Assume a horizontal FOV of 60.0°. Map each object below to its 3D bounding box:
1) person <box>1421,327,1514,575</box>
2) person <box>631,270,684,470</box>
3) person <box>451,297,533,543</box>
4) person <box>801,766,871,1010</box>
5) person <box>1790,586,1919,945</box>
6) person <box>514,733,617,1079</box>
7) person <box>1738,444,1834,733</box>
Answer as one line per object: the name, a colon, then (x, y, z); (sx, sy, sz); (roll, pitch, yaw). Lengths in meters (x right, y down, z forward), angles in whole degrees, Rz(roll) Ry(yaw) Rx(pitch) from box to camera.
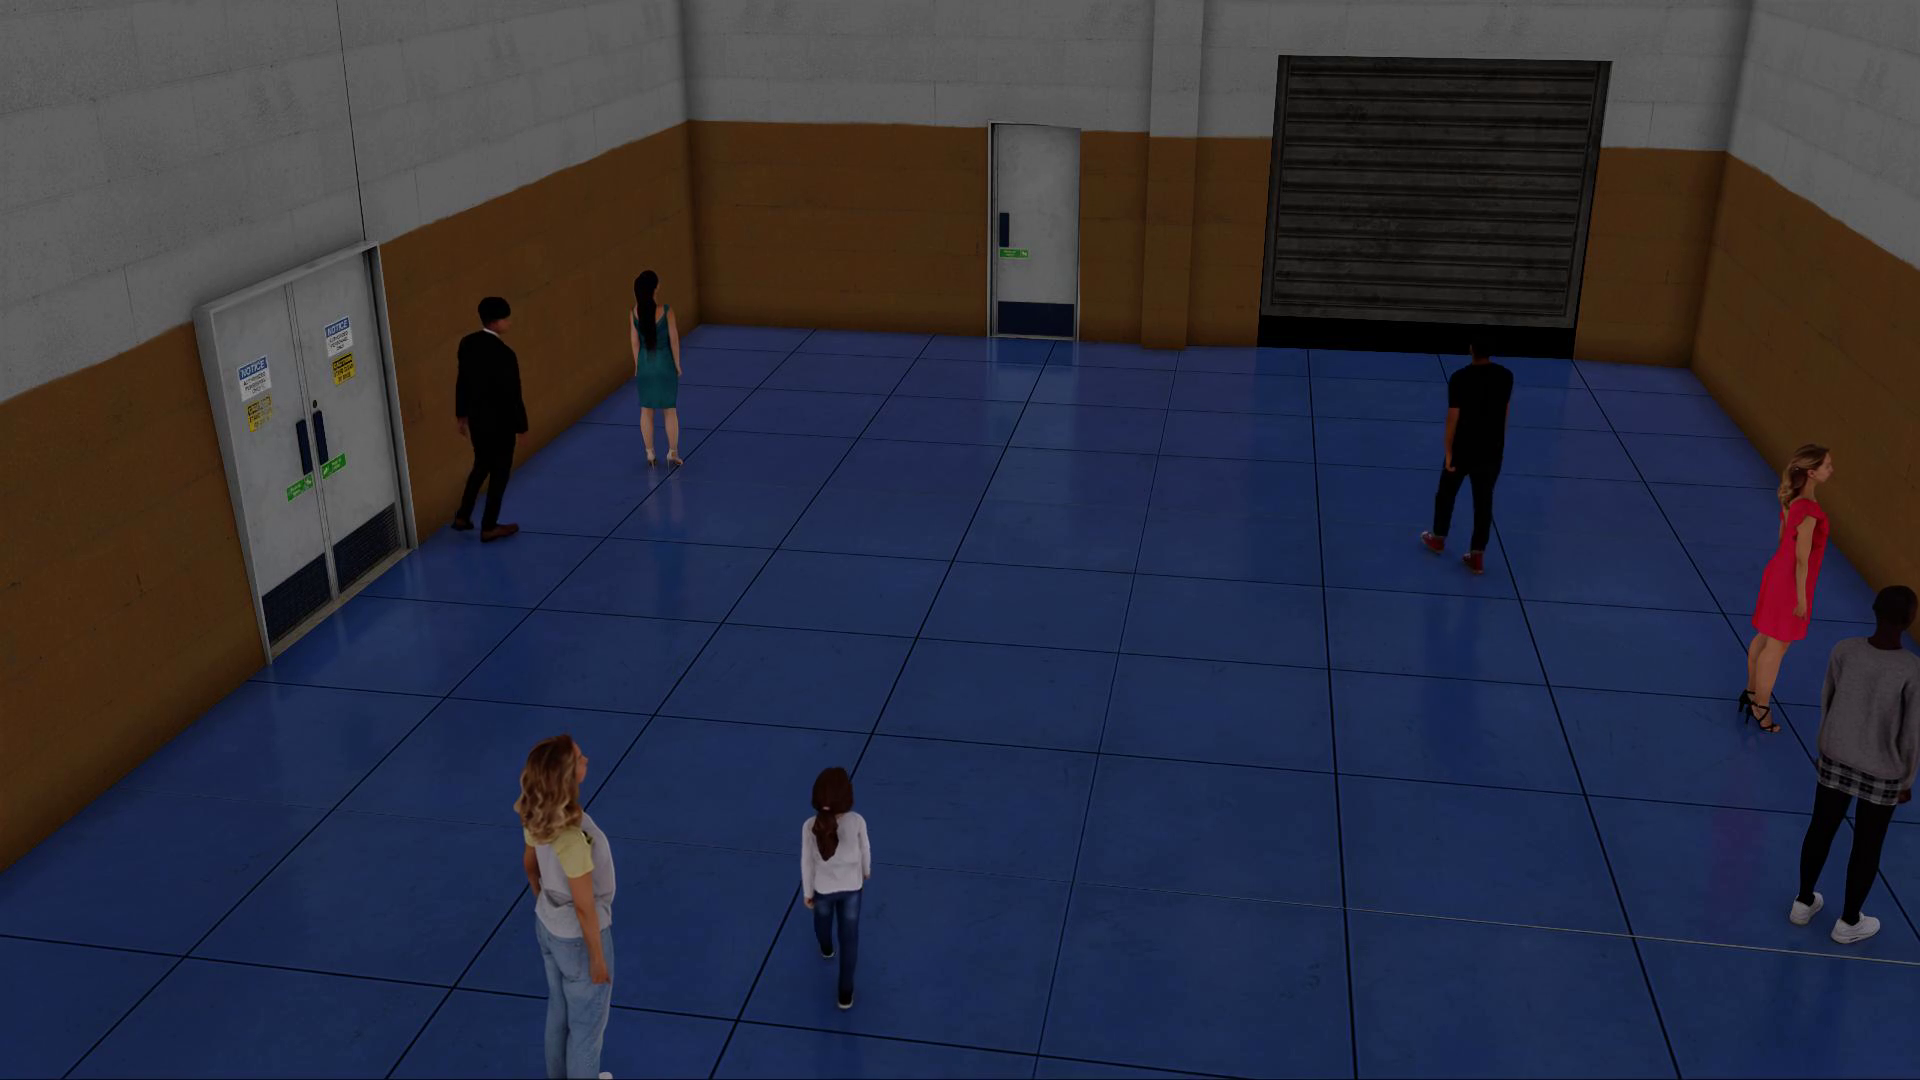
person: (3.664, -0.600, 11.719); (0.894, 1.735, 0.830); (0, 22, -1)
person: (-2.522, -1.413, 13.807); (0.458, 1.687, 0.626); (1, 22, 3)
person: (-3.494, -0.864, 12.228); (0.843, 1.846, 0.995); (9, 23, 21)
person: (-0.541, 1.533, 7.282); (0.733, 1.085, 0.614); (-1, 22, -3)
person: (4.137, 1.021, 7.635); (0.754, 1.772, 0.683); (-16, 27, -35)
person: (-1.501, 1.525, 6.428); (0.768, 1.722, 0.691); (-17, 27, -36)
person: (4.757, 0.262, 9.583); (0.543, 1.729, 0.573); (5, 22, 12)
